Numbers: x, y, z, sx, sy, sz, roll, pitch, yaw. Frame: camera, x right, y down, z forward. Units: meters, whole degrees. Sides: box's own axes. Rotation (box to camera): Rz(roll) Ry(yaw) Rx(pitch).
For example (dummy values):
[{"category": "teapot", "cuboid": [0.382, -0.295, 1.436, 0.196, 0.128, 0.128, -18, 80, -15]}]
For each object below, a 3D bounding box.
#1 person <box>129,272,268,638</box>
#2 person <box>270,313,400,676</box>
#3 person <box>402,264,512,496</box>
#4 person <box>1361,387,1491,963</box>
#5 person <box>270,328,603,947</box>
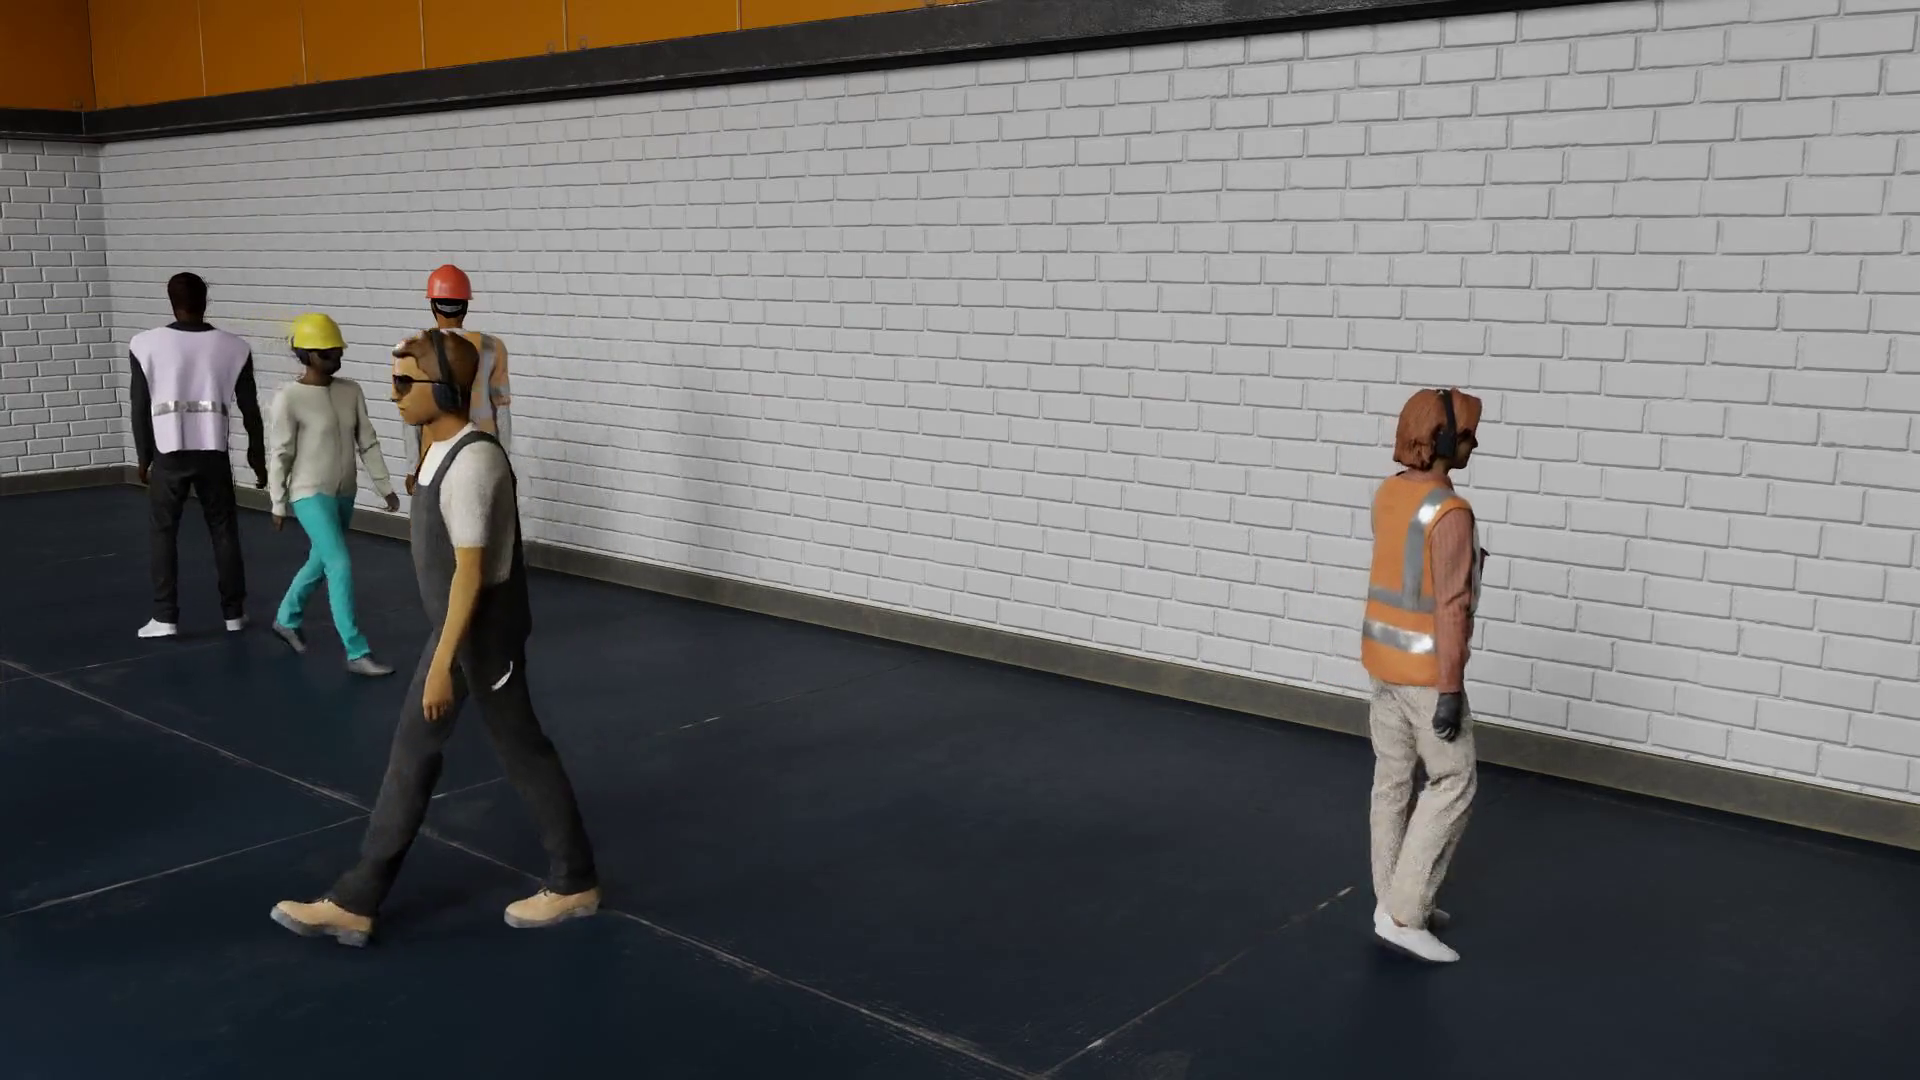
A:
[{"category": "person", "cuboid": [-3.985, -0.432, 8.652, 0.742, 1.896, 0.525, -7, 12, -34]}, {"category": "person", "cuboid": [-3.105, -0.233, 8.021, 0.901, 1.725, 0.524, 4, 11, 22]}, {"category": "person", "cuboid": [-2.561, -0.424, 8.485, 0.545, 1.939, 0.374, -4, 11, -23]}, {"category": "person", "cuboid": [1.314, 0.378, 4.785, 0.324, 1.637, 0.536, -2, 10, -11]}, {"category": "person", "cuboid": [-1.487, 0.300, 4.766, 0.950, 1.792, 0.536, -6, 11, -29]}]
